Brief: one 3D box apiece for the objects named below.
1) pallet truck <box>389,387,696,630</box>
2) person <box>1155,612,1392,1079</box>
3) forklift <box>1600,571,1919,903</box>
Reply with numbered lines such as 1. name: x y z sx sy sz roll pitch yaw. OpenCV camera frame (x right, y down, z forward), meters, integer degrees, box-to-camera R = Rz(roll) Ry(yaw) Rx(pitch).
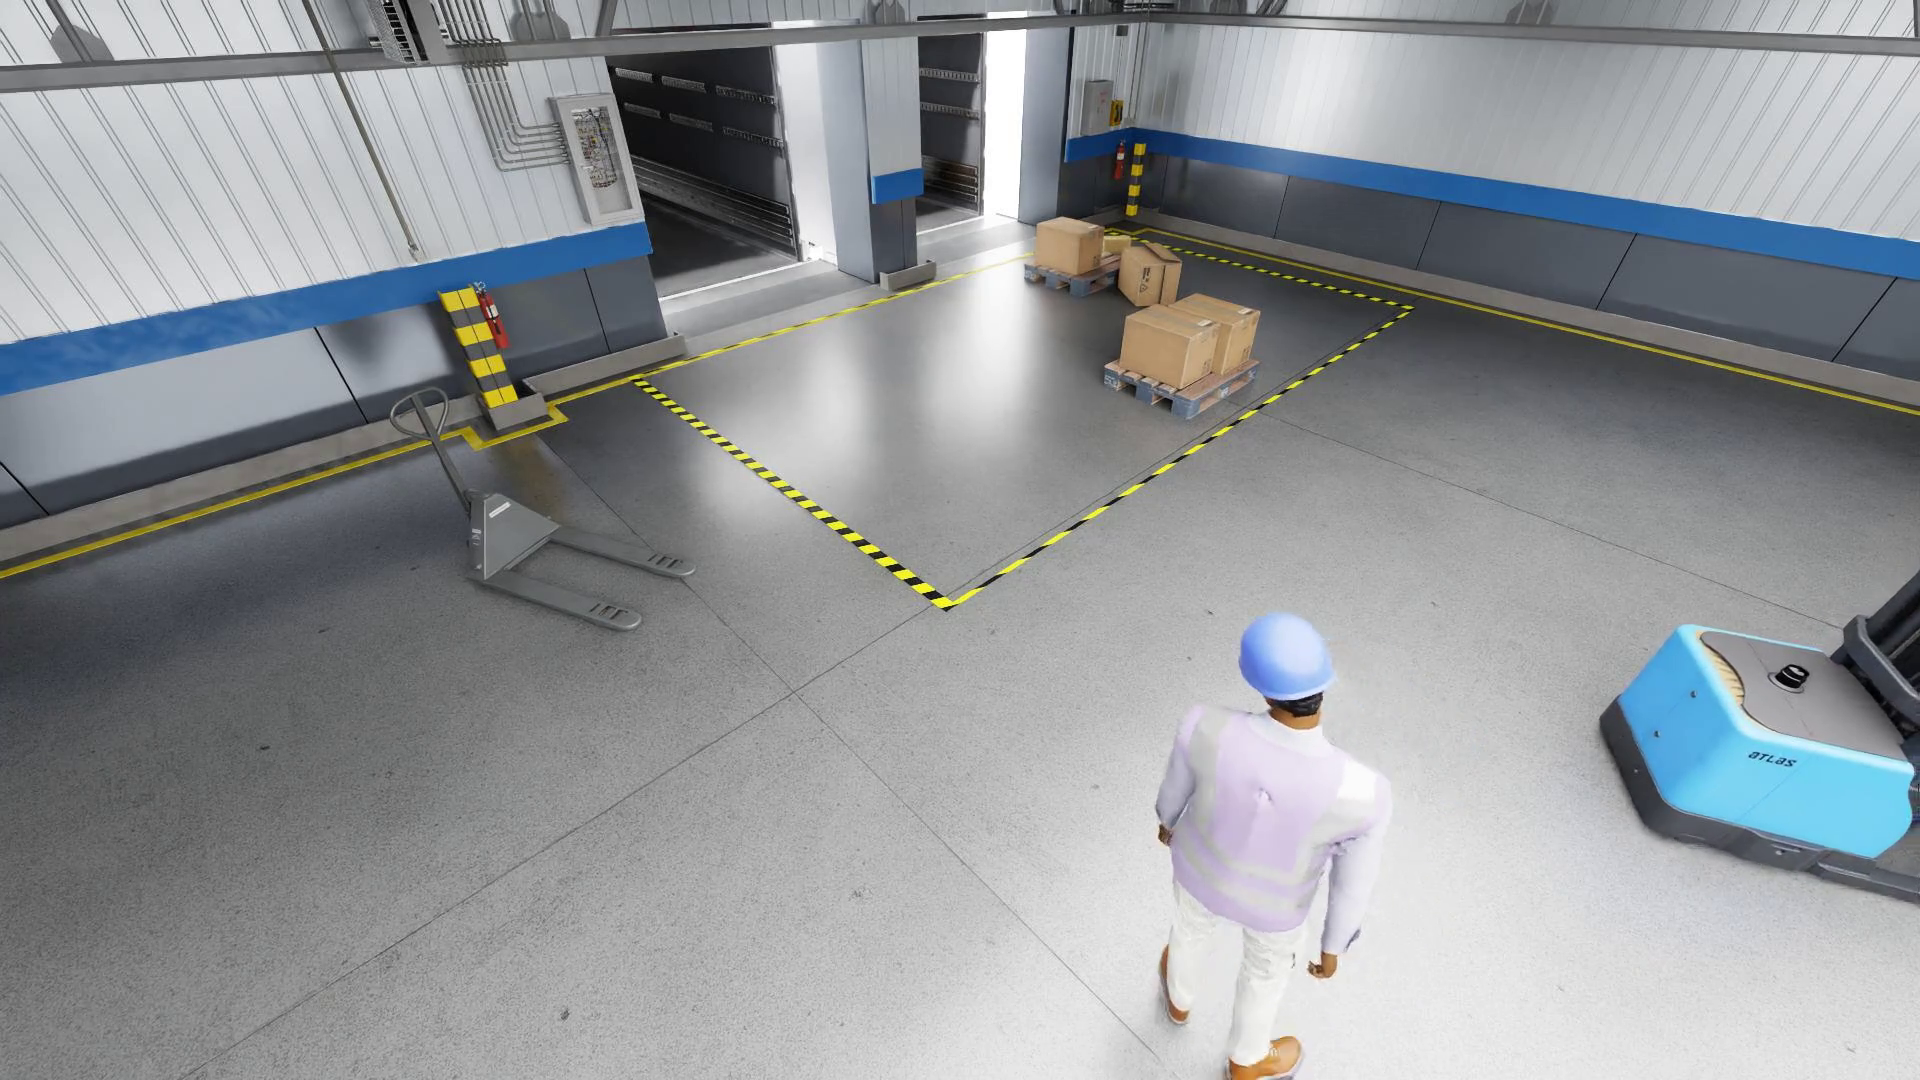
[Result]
1. pallet truck: -2.613 -0.247 4.593 1.601 1.201 0.680 14 40 17
2. person: 0.960 1.078 2.339 0.760 1.897 0.469 23 43 27
3. forklift: 3.753 0.477 3.001 0.776 2.013 0.716 12 39 15
